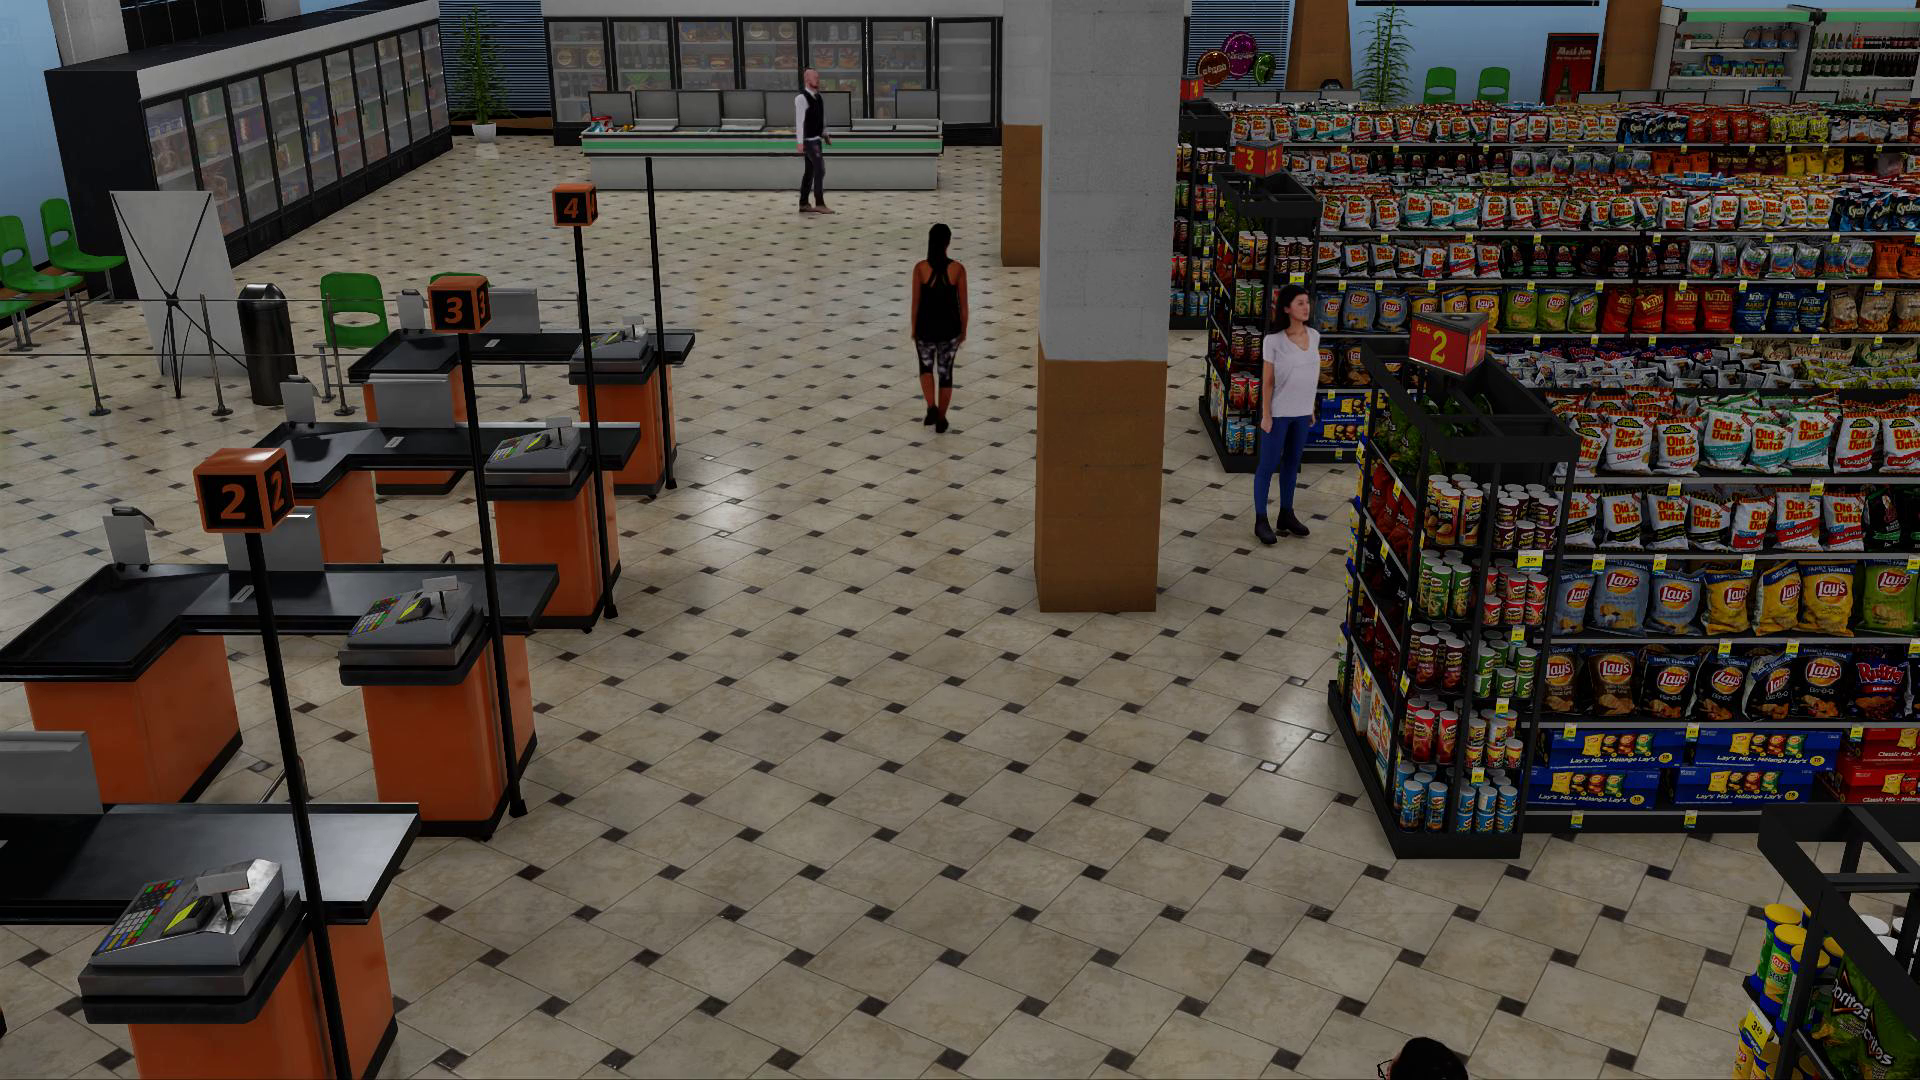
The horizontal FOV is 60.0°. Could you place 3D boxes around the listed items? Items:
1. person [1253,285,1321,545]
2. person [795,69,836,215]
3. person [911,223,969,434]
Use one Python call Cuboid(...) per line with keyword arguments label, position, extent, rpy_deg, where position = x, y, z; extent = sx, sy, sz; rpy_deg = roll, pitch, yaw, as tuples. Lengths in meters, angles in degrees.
Cuboid(label="person", position=(2.114, -0.811, 10.800), extent=(0.630, 1.684, 0.739), rpy_deg=(-13, 25, -29))
Cuboid(label="person", position=(-1.972, -5.077, 21.252), extent=(0.922, 1.806, 0.831), rpy_deg=(7, 23, 17))
Cuboid(label="person", position=(-0.170, -1.617, 12.842), extent=(0.562, 1.656, 0.652), rpy_deg=(-1, 22, -2))
